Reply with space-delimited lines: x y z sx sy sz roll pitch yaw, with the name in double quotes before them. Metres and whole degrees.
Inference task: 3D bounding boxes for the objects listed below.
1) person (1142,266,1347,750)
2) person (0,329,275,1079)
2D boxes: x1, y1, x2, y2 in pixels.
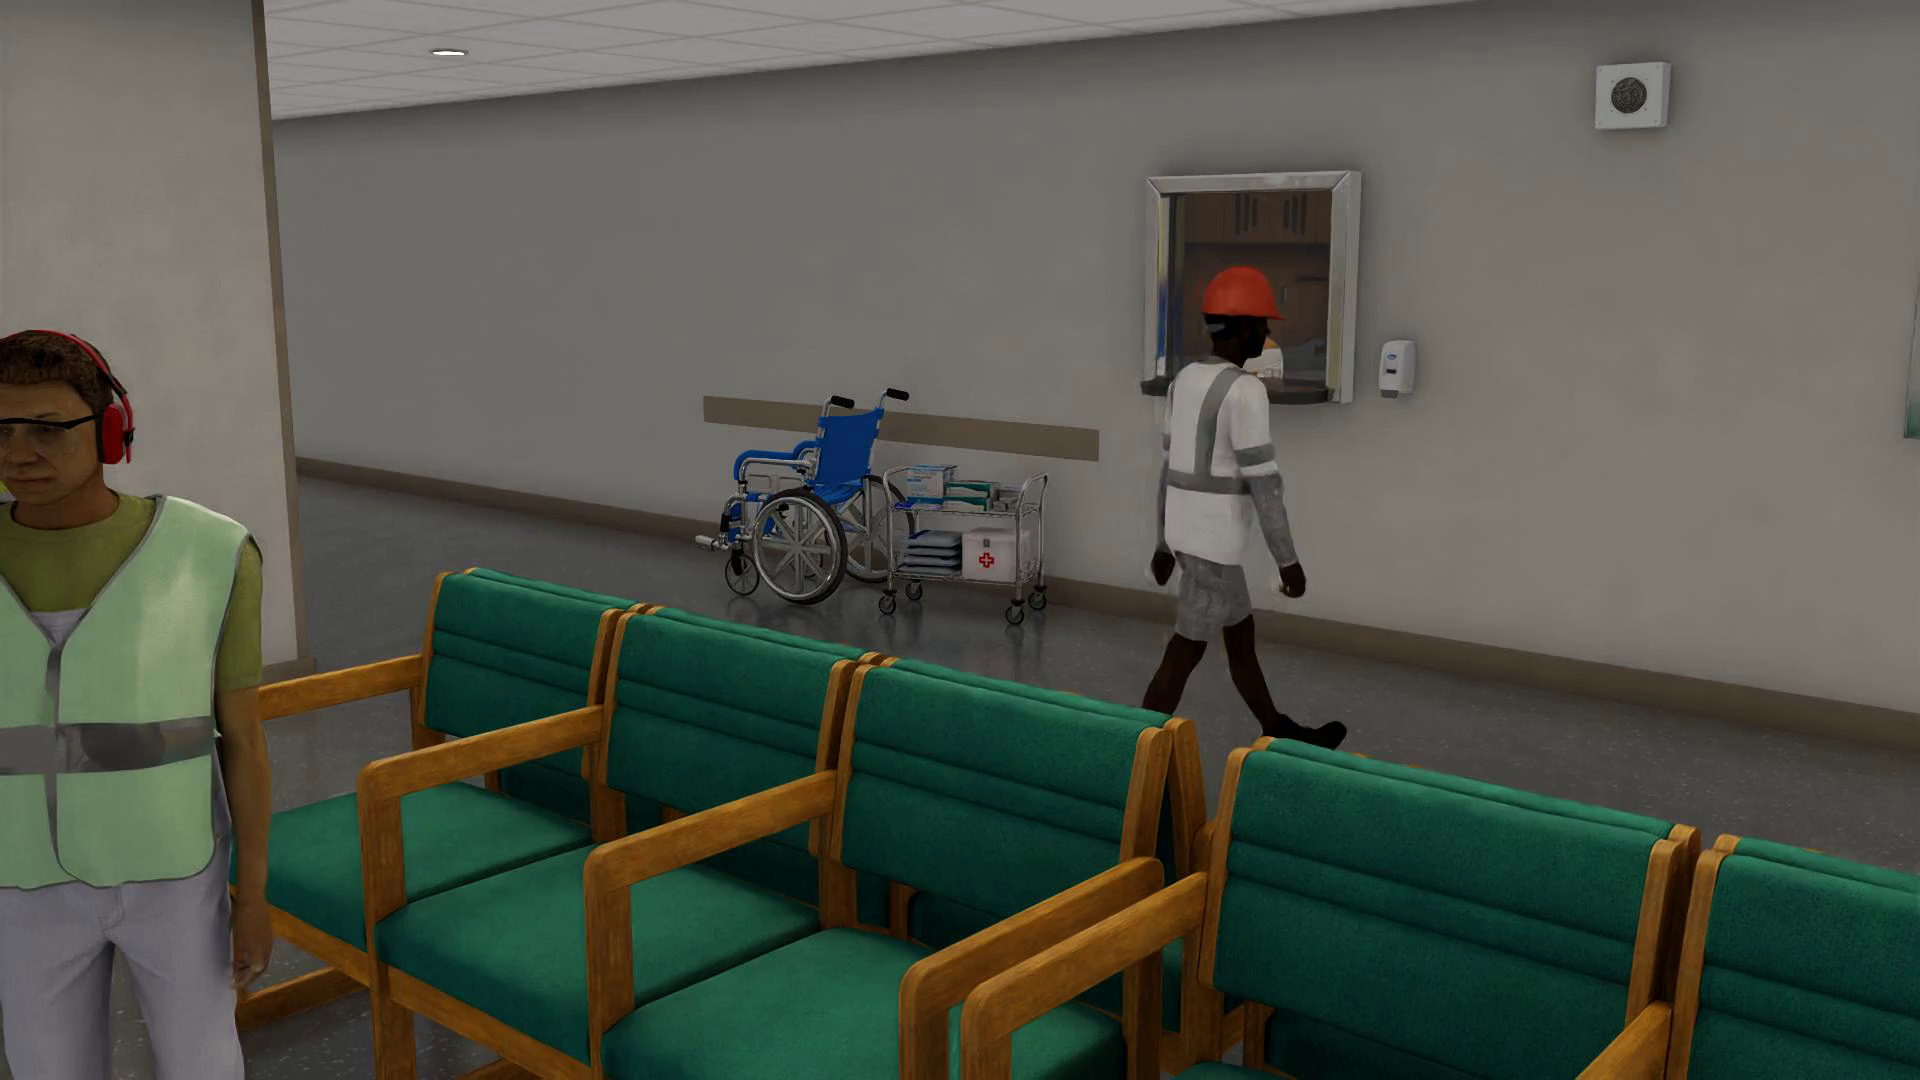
"person" 0.992 -0.003 5.860 0.983 1.886 0.566 -2 10 -13
"person" -1.423 0.569 2.776 0.560 1.837 0.390 -2 10 -13
